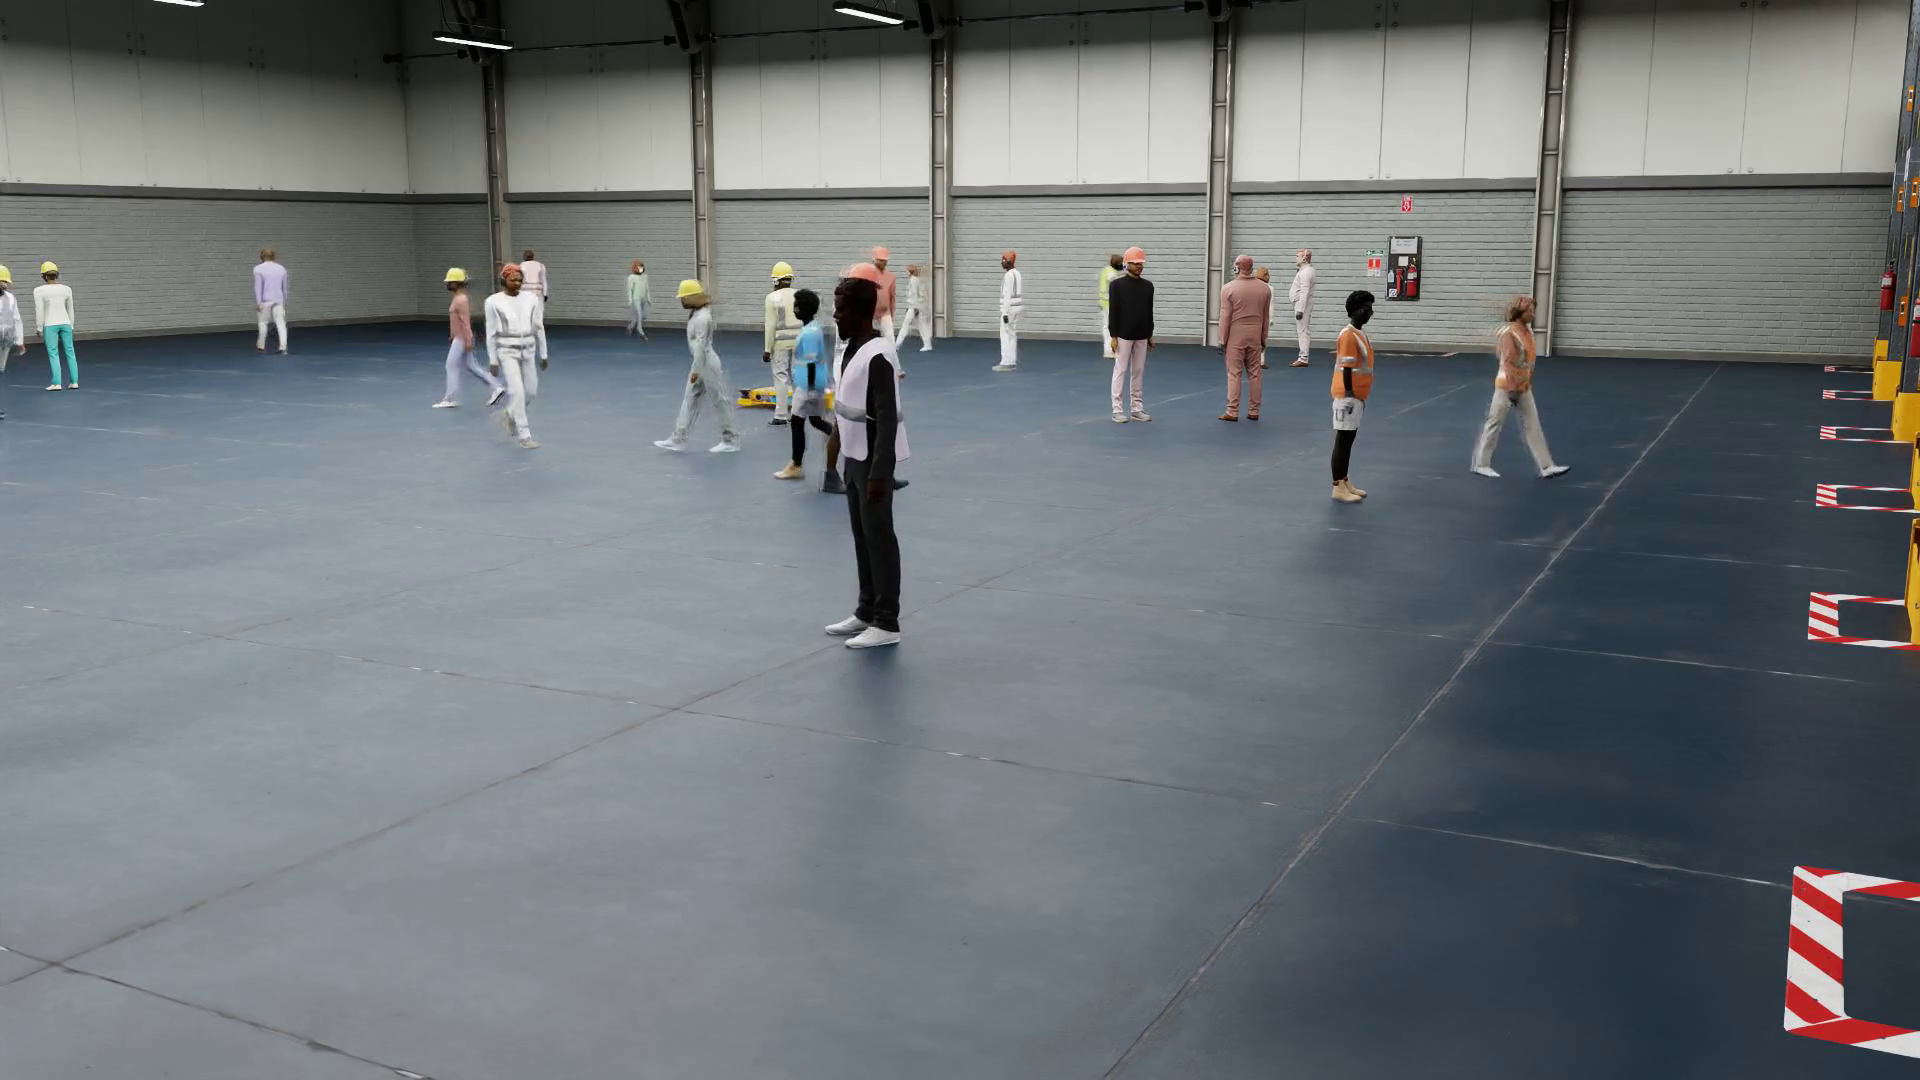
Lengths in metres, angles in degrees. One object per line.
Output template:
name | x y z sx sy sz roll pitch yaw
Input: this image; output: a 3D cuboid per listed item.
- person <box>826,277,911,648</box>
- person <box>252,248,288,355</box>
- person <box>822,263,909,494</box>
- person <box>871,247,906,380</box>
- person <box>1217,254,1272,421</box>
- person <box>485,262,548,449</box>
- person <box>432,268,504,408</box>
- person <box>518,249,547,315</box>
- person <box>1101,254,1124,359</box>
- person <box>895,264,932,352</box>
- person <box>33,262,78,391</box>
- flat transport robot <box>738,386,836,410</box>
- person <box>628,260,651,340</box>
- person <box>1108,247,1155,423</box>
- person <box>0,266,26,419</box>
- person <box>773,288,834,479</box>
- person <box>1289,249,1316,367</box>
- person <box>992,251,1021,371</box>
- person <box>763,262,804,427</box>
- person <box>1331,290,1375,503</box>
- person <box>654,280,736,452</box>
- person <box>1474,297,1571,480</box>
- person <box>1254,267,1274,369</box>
person | -0.472 -0.401 8.660 0.395 1.917 0.590 -4 11 -19
person | -12.420 -4.277 29.860 0.954 1.892 0.653 8 13 38
person | -0.763 -1.321 13.724 0.841 1.889 0.601 2 11 11
person | -1.168 -3.300 24.384 0.641 1.947 0.989 -5 12 -26
person | 3.242 -2.316 19.122 0.640 1.911 0.410 -4 11 -20
person | -4.510 -1.867 16.800 0.634 1.863 0.717 -8 13 -38
person | -6.146 -2.518 20.701 0.843 1.732 0.523 -4 11 -19
person | -8.889 -5.087 34.432 0.661 1.831 0.474 -4 11 -21
person | 2.659 -4.042 28.845 0.432 1.806 0.723 -2 11 -9
person | -0.906 -4.240 30.462 0.867 1.585 0.543 1 10 3
person | -12.460 -2.938 22.901 0.327 1.769 0.525 7 13 34
flat transport robot | -1.979 -1.769 20.609 1.431 0.197 0.652 5 12 27
person | -6.615 -4.927 34.141 0.582 1.616 0.512 8 13 36
person | 1.969 -2.344 19.042 0.609 1.995 0.375 -6 12 -29
person | -11.160 -2.281 19.300 0.772 1.774 0.619 5 12 27
person | -1.246 -1.361 14.534 0.739 1.677 0.532 0 10 2
person | 5.560 -3.774 27.068 0.409 1.913 0.642 3 11 15
person | 0.754 -3.605 26.235 0.409 1.881 0.589 3 11 17
person | -1.961 -2.170 18.533 0.403 1.834 0.589 9 14 42
person | 3.153 -1.154 13.368 0.321 1.695 0.529 4 11 23
person | -2.595 -1.681 16.209 0.865 1.691 0.494 -4 11 -22
person | 4.885 -1.307 14.462 0.545 1.587 0.860 -10 14 -43
person | 4.771 -3.535 26.555 0.506 1.623 0.298 8 13 38
